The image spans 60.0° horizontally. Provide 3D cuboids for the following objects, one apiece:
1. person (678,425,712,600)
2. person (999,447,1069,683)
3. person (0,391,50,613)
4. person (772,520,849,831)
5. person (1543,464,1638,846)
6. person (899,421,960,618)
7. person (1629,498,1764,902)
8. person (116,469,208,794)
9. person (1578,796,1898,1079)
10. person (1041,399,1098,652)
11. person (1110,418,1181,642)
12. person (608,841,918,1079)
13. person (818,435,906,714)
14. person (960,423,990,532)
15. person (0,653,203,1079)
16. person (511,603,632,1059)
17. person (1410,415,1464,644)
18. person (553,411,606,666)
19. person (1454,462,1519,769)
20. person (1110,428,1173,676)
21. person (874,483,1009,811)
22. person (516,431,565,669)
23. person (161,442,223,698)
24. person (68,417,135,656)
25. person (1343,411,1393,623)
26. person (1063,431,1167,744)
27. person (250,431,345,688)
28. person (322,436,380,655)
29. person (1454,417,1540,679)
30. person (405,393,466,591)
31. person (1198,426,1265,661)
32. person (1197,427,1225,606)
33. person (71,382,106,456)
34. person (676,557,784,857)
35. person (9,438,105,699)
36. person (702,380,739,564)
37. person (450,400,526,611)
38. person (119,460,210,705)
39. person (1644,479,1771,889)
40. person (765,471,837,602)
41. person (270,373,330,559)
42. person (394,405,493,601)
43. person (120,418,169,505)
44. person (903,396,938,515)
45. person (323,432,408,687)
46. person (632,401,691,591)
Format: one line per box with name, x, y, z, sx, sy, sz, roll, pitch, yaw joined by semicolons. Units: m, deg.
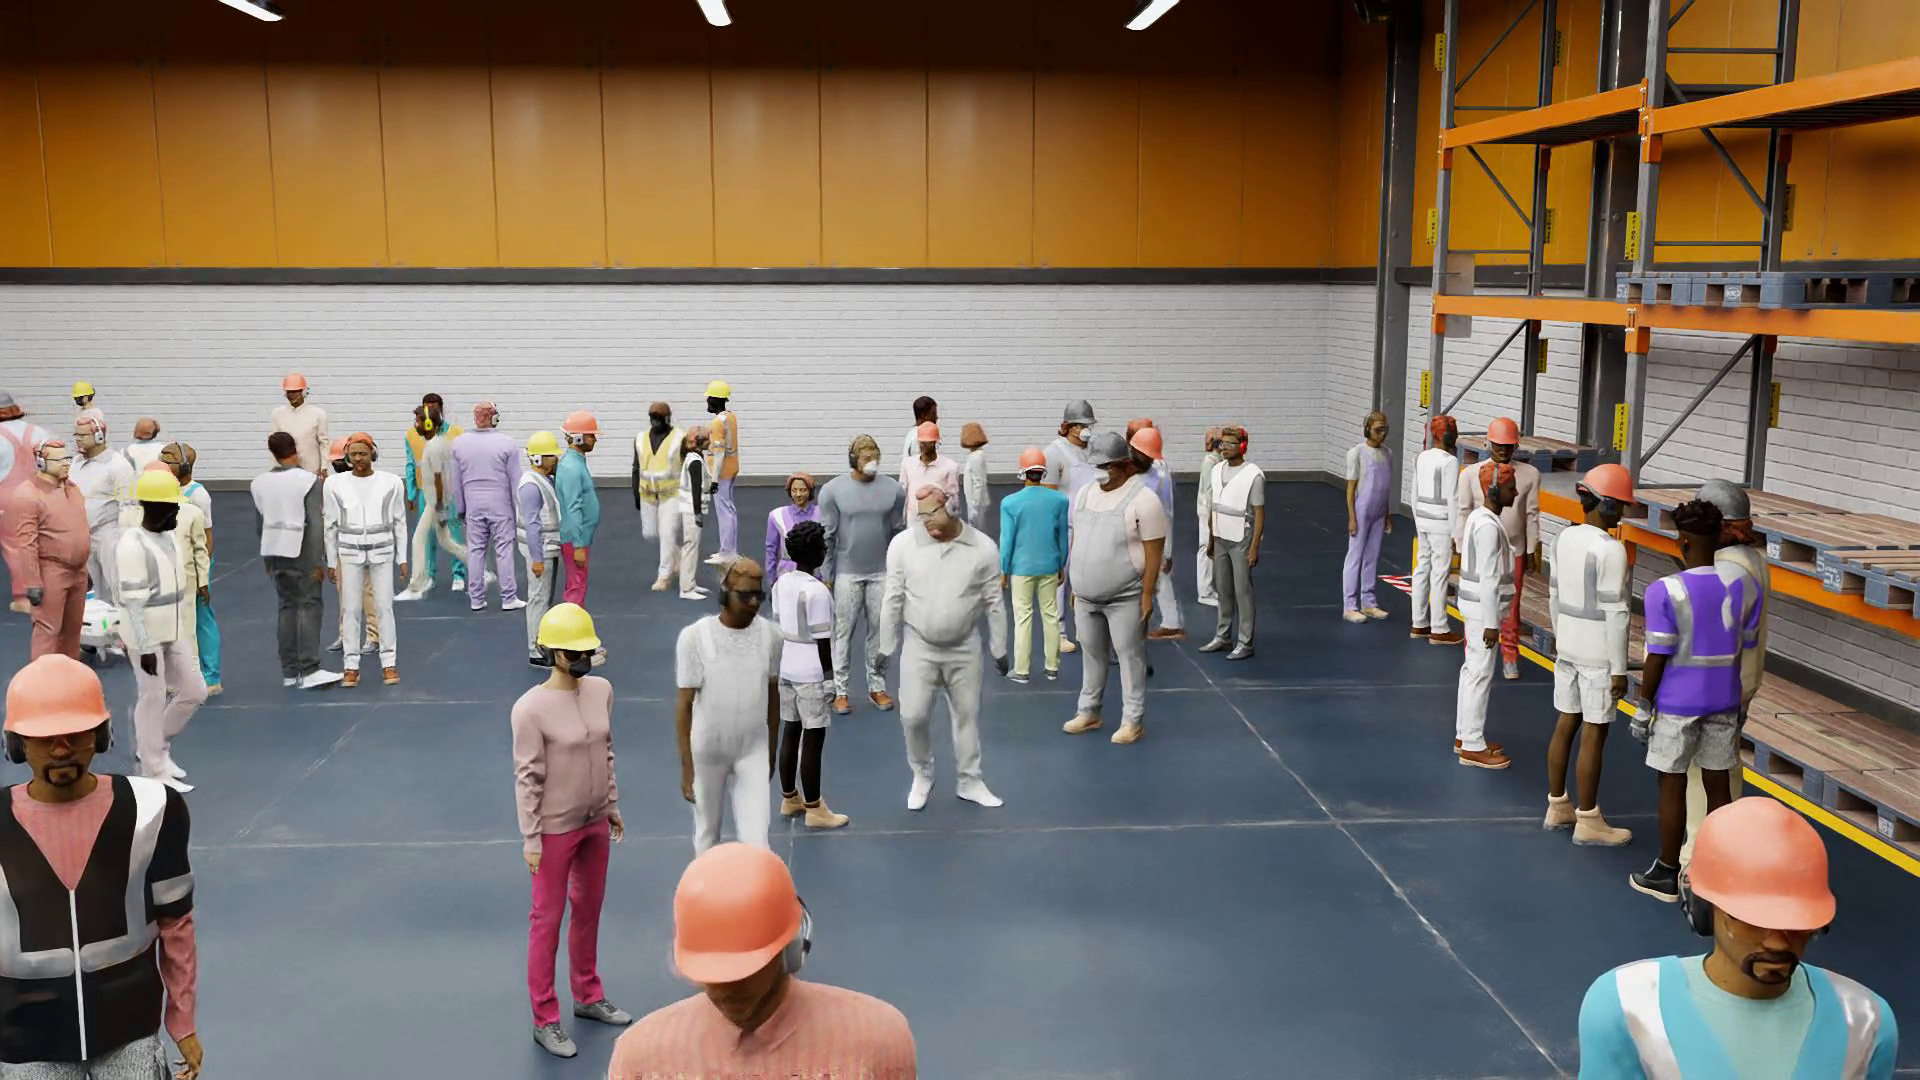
person;-2.480;-0.261;15.610;0.325;1.628;0.526;-1;9;-6
person;0.538;0.185;12.389;0.563;1.753;0.327;-4;10;-21
person;-8.609;-0.378;15.031;0.781;2.000;0.691;6;11;31
person;-0.837;0.734;9.122;0.319;1.697;0.533;-6;11;-33
person;3.382;0.606;8.879;0.383;2.034;0.606;-2;9;-12
person;-0.286;-0.170;14.617;0.563;1.754;0.321;2;9;14
person;3.537;0.776;8.043;0.603;1.958;0.380;-2;9;-11
person;-4.636;0.545;9.652;0.417;1.913;0.607;1;9;4
person;1.507;1.493;3.277;0.608;2.044;0.371;0;9;1
person;0.979;-0.126;13.451;0.684;2.000;0.538;-8;12;-41
person;1.426;-0.077;13.722;0.888;1.848;0.586;1;9;6
person;-0.362;1.526;3.300;0.664;1.970;0.830;1;9;4
person;-0.671;0.233;11.517;0.634;1.937;0.358;-3;10;-20
person;0.159;-0.294;15.876;0.343;1.613;0.643;0;9;2
person;-2.346;1.306;4.442;0.608;2.048;0.365;-6;11;-31
person;-1.515;1.114;6.525;0.310;1.768;0.533;5;10;29
person;3.937;-0.087;13.700;0.355;1.883;0.572;-3;10;-18
person;-2.946;-0.012;12.906;0.406;1.987;0.615;-2;9;-11
person;3.256;0.455;10.291;0.339;1.882;0.584;2;9;12
person;1.321;0.090;12.591;0.615;1.869;0.941;0;9;-1
person;-0.110;0.607;9.343;0.759;1.881;0.416;-1;9;-4
person;-3.205;0.073;12.852;0.404;1.829;0.600;0;9;-3
person;-5.527;0.219;11.894;0.506;1.846;0.346;7;11;36
person;-6.869;-0.028;13.250;0.636;1.911;0.406;4;10;24
person;3.588;-0.205;14.558;0.507;1.847;0.351;-6;11;-31
person;0.954;0.297;10.793;0.688;2.000;0.536;8;12;41
person;-4.918;0.144;12.287;0.705;1.874;0.447;3;10;19
person;-4.870;0.041;13.303;0.567;1.749;0.325;3;10;21
person;4.010;0.068;12.431;0.607;1.986;0.419;1;9;5
person;-5.006;-0.459;15.959;0.592;1.911;0.383;0;9;-2
person;2.176;0.018;13.139;0.373;1.848;0.570;-6;11;-31
person;2.332;-0.223;15.302;0.313;1.644;0.513;3;9;18
person;-10.451;-1.022;19.969;0.524;1.761;0.339;5;10;29
person;-1.005;0.964;7.395;0.524;1.781;1.011;-3;10;-19
person;-6.255;0.240;11.571;0.403;1.906;0.652;1;9;5
person;-2.510;-0.711;17.468;0.361;1.930;0.587;1;9;5
person;-4.227;-0.304;14.986;0.651;1.907;0.409;1;9;5
person;-5.543;0.309;11.615;0.575;1.749;0.334;-4;10;-25
person;3.671;0.703;8.242;0.537;2.000;0.679;7;12;38
person;-1.126;0.322;11.892;0.523;1.639;0.309;-1;9;-5
person;-6.995;-0.768;17.620;0.608;1.996;0.379;-1;9;-4
person;-4.863;-0.355;15.548;0.909;1.834;0.531;-2;9;-13
person;-8.010;-0.401;16.446;0.543;1.621;0.383;-3;10;-18
person;-0.385;-0.372;15.391;0.393;1.915;0.590;0;9;-1
person;-4.371;0.142;12.261;0.577;1.882;0.349;-3;9;-18
person;-2.870;-0.448;16.163;0.636;1.819;0.705;3;9;16
